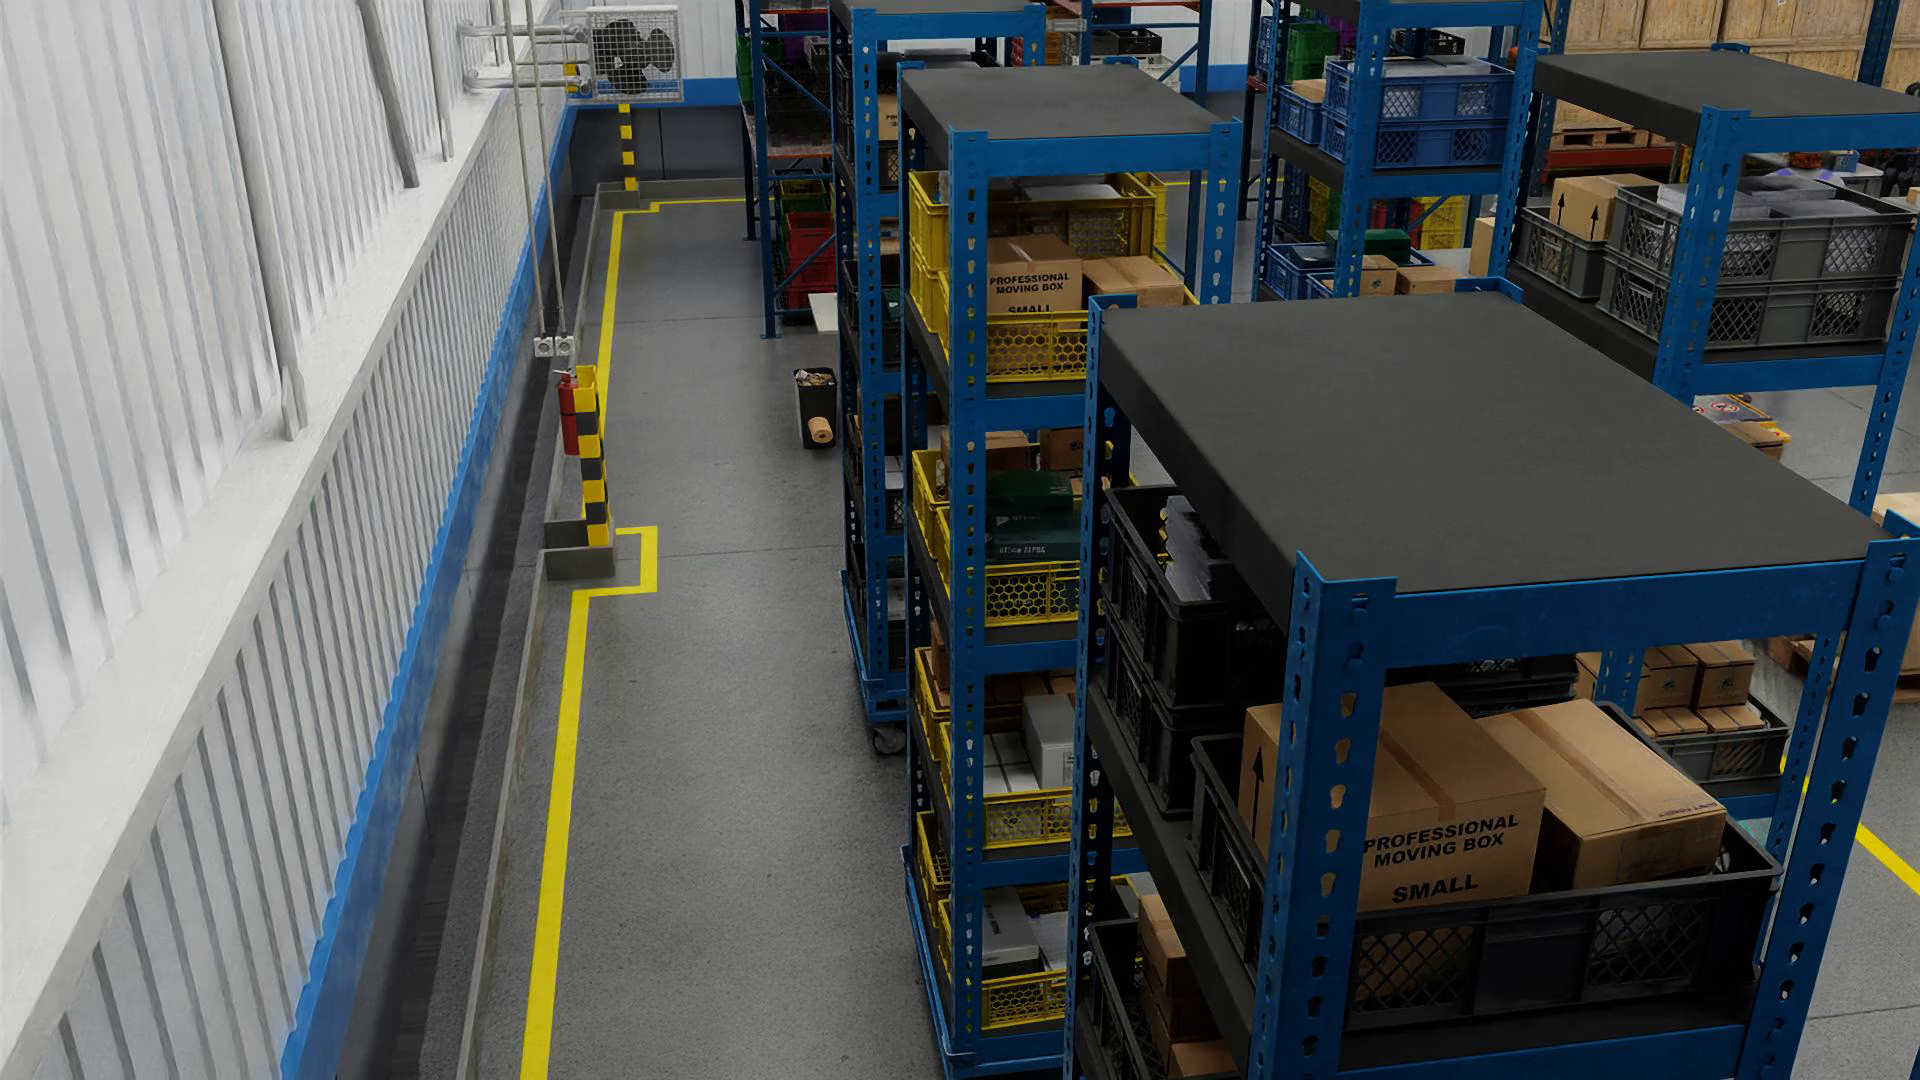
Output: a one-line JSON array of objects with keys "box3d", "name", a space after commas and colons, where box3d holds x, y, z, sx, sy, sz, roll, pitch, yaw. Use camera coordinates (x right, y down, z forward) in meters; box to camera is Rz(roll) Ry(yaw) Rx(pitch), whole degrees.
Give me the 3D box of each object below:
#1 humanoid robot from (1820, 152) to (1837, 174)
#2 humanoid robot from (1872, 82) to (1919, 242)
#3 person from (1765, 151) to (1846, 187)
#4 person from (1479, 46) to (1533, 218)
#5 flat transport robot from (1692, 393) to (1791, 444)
[{"box3d": [7.554, -2.893, 14.916, 0.574, 1.635, 0.606, -6, 25, -13], "name": "humanoid robot"}, {"box3d": [9.510, -3.776, 16.803, 0.315, 1.657, 0.602, -9, 26, -19], "name": "humanoid robot"}, {"box3d": [6.467, -2.256, 13.085, 0.682, 2.000, 0.539, 3, 25, 6], "name": "person"}, {"box3d": [5.829, -4.273, 17.654, 0.341, 1.881, 0.584, -1, 25, -3], "name": "person"}, {"box3d": [5.224, -0.859, 12.132, 1.431, 0.197, 0.652, -4, 25, -8], "name": "flat transport robot"}]
